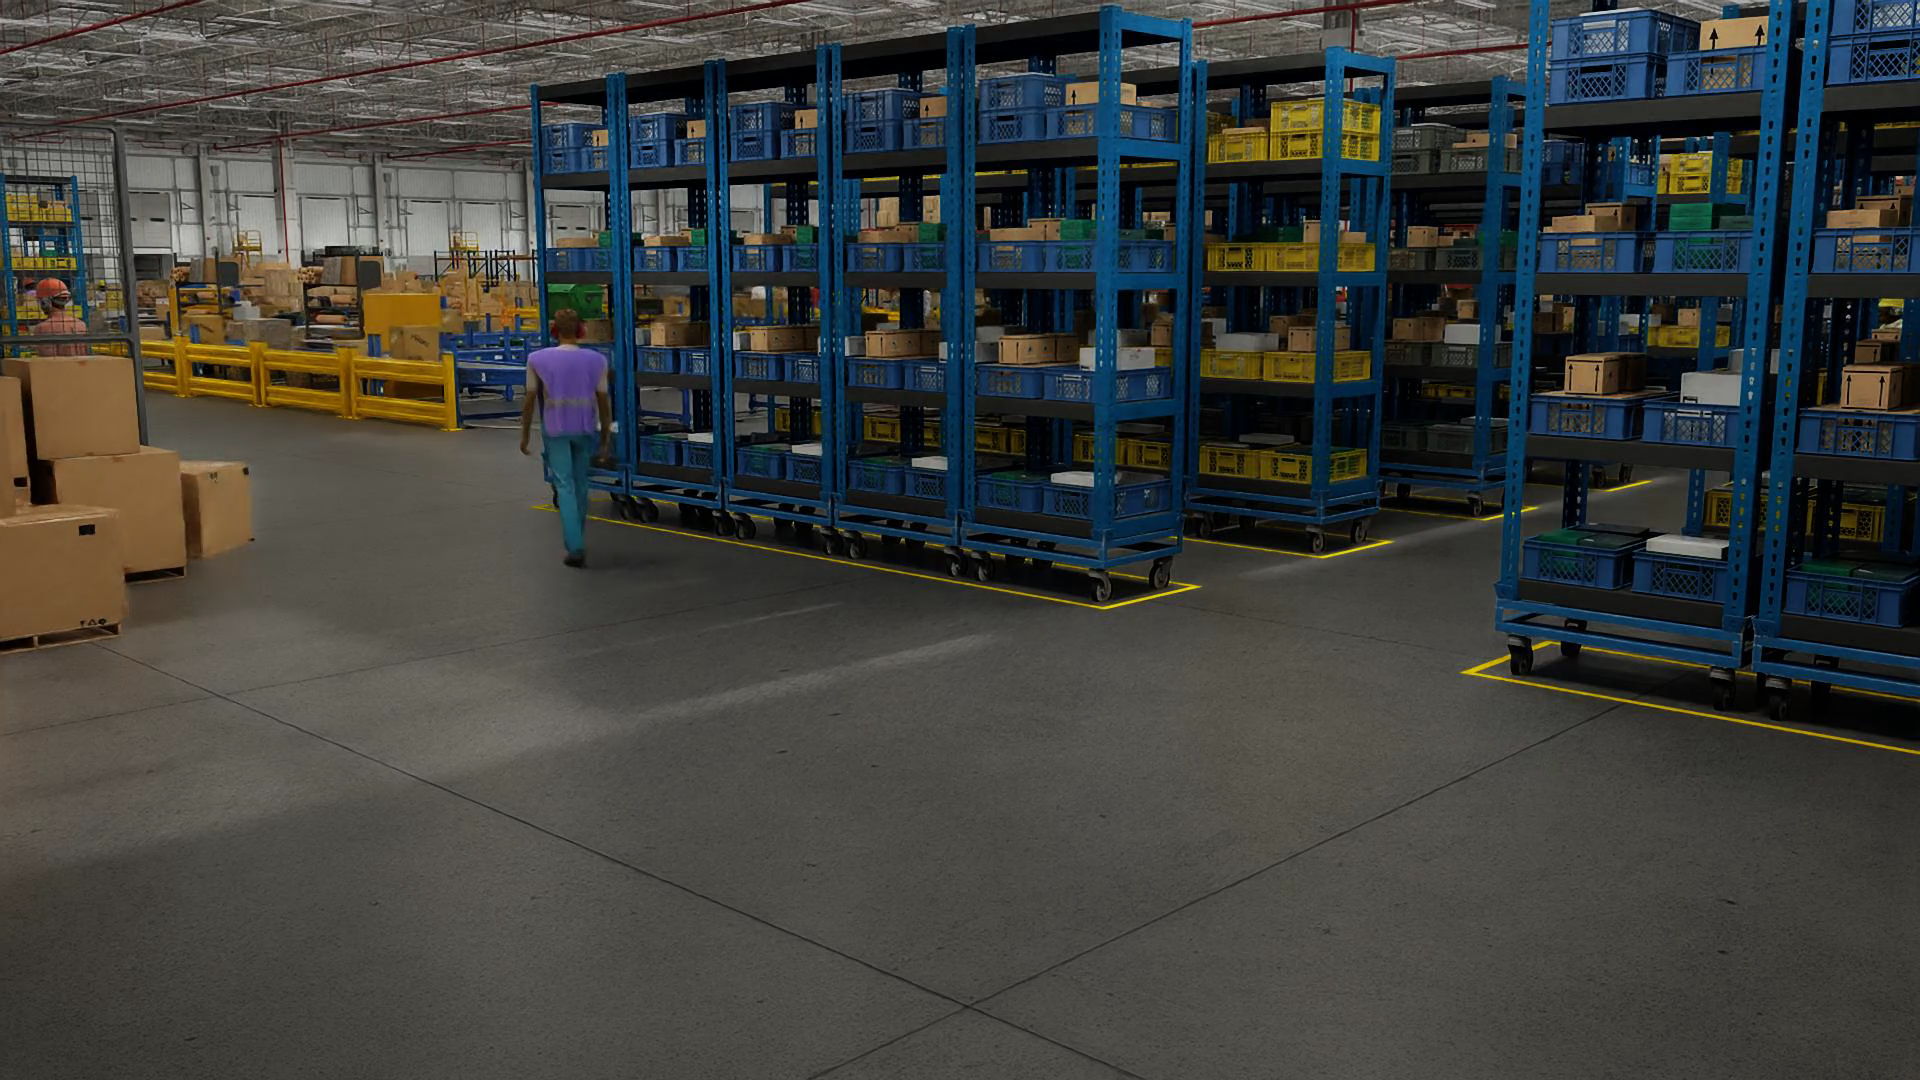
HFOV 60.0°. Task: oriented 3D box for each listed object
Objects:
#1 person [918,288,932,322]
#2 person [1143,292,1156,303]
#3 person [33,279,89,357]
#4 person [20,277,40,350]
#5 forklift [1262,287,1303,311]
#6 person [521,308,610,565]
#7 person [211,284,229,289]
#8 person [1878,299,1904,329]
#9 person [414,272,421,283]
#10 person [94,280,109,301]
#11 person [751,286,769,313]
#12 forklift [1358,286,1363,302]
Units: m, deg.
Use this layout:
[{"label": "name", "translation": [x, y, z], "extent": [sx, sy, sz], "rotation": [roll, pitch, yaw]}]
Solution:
[{"label": "person", "translation": [-0.932, -5.639, 41.782], "extent": [0.403, 1.817, 0.601], "rotation": [-5, 10, -26]}, {"label": "person", "translation": [6.049, -7.756, 54.125], "extent": [0.603, 2.024, 0.624], "rotation": [-9, 13, -43]}, {"label": "person", "translation": [-7.820, -1.279, 14.495], "extent": [0.397, 1.992, 0.623], "rotation": [1, 9, 8]}, {"label": "person", "translation": [-21.098, -5.067, 37.938], "extent": [0.577, 1.924, 0.418], "rotation": [-9, 13, -43]}, {"label": "forklift", "translation": [10.769, -8.203, 54.240], "extent": [1.129, 2.768, 1.873], "rotation": [8, 12, 42]}, {"label": "person", "translation": [-2.778, -0.739, 11.816], "extent": [0.586, 1.797, 0.982], "rotation": [-5, 11, -28]}, {"label": "person", "translation": [-21.675, -6.853, 48.707], "extent": [0.650, 1.976, 0.475], "rotation": [3, 10, 15]}, {"label": "person", "translation": [9.859, -1.725, 17.723], "extent": [0.404, 1.831, 0.600], "rotation": [1, 9, 9]}, {"label": "person", "translation": [-23.786, -10.755, 72.796], "extent": [0.366, 1.931, 0.542], "rotation": [-9, 13, -44]}, {"label": "person", "translation": [-24.658, -6.608, 47.936], "extent": [0.309, 1.743, 0.494], "rotation": [8, 12, 41]}, {"label": "person", "translation": [-5.592, -6.462, 46.562], "extent": [0.670, 1.894, 0.432], "rotation": [-8, 12, -41]}, {"label": "forklift", "translation": [11.100, -7.017, 46.970], "extent": [1.873, 2.768, 1.129], "rotation": [9, 13, 43]}]
